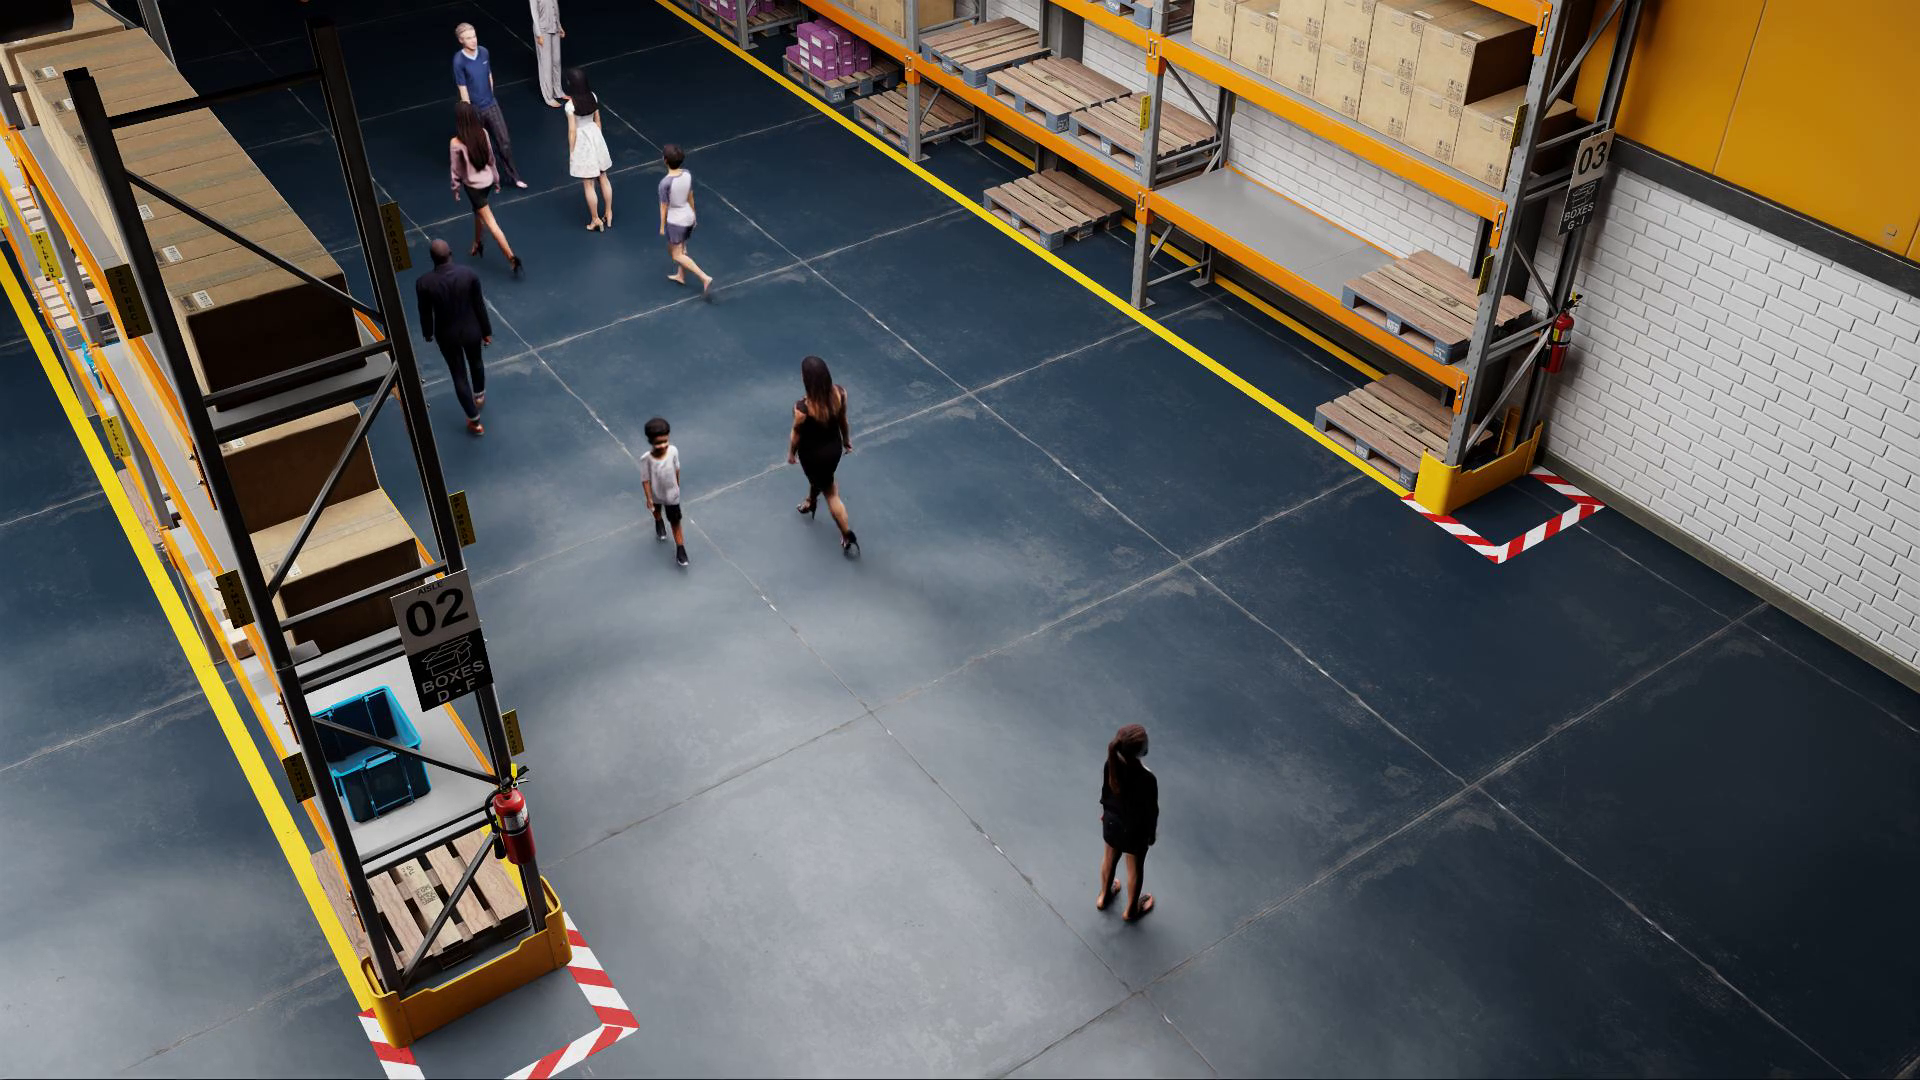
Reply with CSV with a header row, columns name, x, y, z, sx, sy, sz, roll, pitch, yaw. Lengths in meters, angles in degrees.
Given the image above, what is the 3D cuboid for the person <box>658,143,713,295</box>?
name,x,y,z,sx,sy,sz,roll,pitch,yaw
person,-2.718,-3.126,16.329,0.991,1.544,0.787,22,44,25

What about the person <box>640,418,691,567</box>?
name,x,y,z,sx,sy,sz,roll,pitch,yaw
person,-2.396,-0.449,13.237,0.635,1.221,0.946,-13,41,-16

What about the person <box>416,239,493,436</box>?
name,x,y,z,sx,sy,sz,roll,pitch,yaw
person,-4.311,-1.713,14.360,0.828,1.792,1.024,-17,42,-20

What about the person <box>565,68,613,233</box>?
name,x,y,z,sx,sy,sz,roll,pitch,yaw
person,-3.871,-4.060,17.315,0.709,1.774,0.708,29,47,31

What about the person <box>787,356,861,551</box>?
name,x,y,z,sx,sy,sz,roll,pitch,yaw
person,-1.035,-0.632,13.102,0.784,1.674,1.082,-31,48,-33

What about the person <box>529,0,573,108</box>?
name,x,y,z,sx,sy,sz,roll,pitch,yaw
person,-4.947,-6.085,19.849,0.698,1.775,0.680,16,41,19

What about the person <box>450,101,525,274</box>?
name,x,y,z,sx,sy,sz,roll,pitch,yaw
person,-4.728,-3.452,16.555,1.156,1.772,0.858,26,45,29

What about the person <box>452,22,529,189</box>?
name,x,y,z,sx,sy,sz,roll,pitch,yaw
person,-5.289,-4.716,18.082,0.777,1.841,1.008,-31,48,-33

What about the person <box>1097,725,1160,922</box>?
name,x,y,z,sx,sy,sz,roll,pitch,yaw
person,1.030,1.728,10.242,0.563,1.554,0.664,24,44,27
